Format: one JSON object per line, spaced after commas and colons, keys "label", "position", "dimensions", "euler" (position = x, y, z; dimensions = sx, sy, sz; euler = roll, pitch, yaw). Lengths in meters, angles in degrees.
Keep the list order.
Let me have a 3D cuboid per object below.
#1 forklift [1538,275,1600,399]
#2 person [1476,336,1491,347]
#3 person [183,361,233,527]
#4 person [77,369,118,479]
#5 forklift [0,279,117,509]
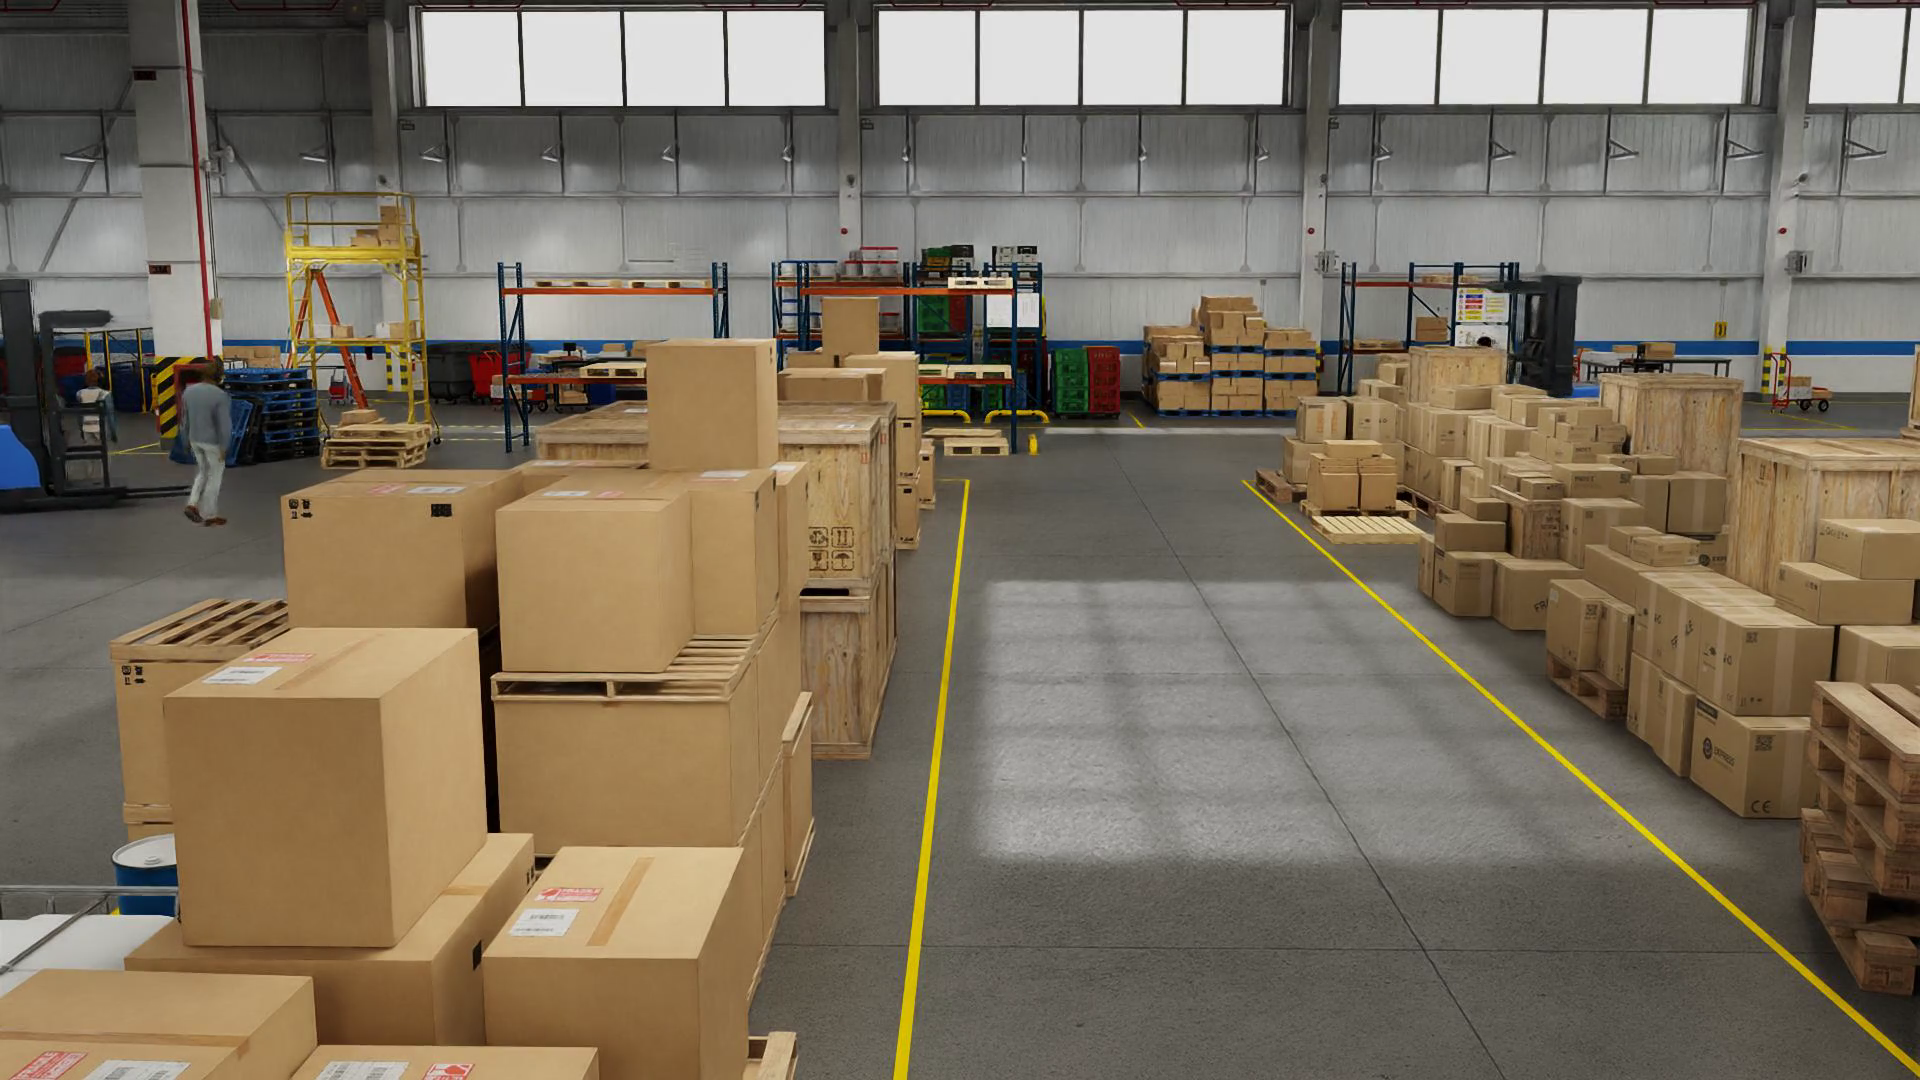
{"label": "forklift", "position": [9.491, -2.809, 26.460], "dimensions": [1.873, 2.768, 1.129], "euler": [0, 9, 1]}
{"label": "person", "position": [8.114, -2.196, 25.728], "dimensions": [0.539, 1.894, 0.706], "euler": [8, 13, 41]}
{"label": "person", "position": [-8.647, -1.103, 19.146], "dimensions": [0.649, 1.911, 0.495], "euler": [3, 10, 20]}
{"label": "person", "position": [-11.344, -1.417, 21.882], "dimensions": [0.540, 1.635, 0.311], "euler": [2, 10, 10]}
{"label": "forklift", "position": [-11.508, -1.797, 20.400], "dimensions": [1.873, 2.768, 1.129], "euler": [-5, 11, -26]}
